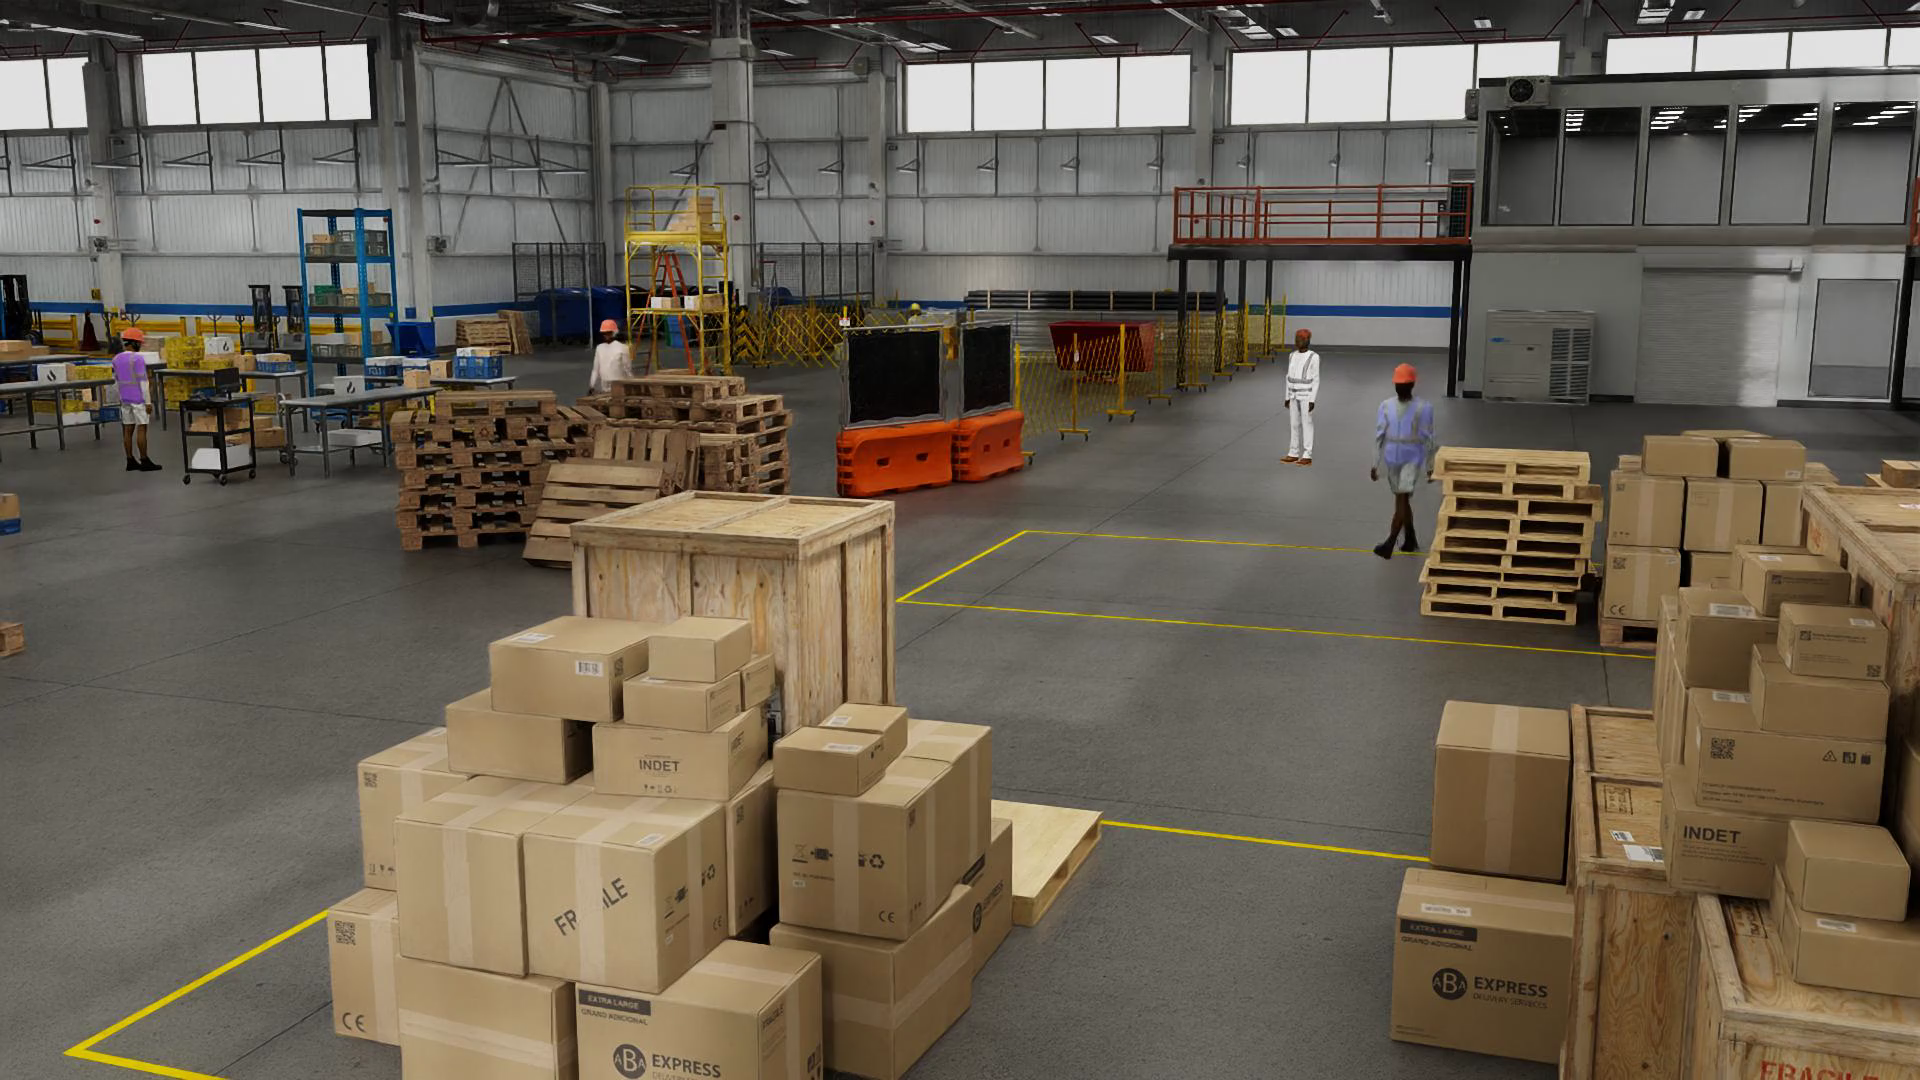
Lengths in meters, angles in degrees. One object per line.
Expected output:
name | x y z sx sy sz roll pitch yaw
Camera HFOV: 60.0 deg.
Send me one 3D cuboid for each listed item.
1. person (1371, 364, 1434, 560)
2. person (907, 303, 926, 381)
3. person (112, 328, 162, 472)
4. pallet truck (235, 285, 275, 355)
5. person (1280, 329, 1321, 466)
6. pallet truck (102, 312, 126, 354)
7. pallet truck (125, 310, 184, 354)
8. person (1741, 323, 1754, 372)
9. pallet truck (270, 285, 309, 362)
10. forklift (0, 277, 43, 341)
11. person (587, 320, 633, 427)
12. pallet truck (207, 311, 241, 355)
person | 4.285 -0.765 16.179 0.565 1.882 1.019 8 13 39
person | -0.982 -4.428 37.213 0.492 1.742 0.321 -9 14 -42
person | -11.075 -1.882 22.359 0.542 1.928 0.374 4 11 23
pallet truck | -18.327 -5.835 44.421 0.823 1.965 1.885 4 11 23
person | 4.692 -1.958 22.909 0.355 1.885 0.575 -6 12 -32
pallet truck | -23.057 -5.777 46.261 0.680 1.201 1.601 3 11 19
pallet truck | -22.038 -5.665 45.457 0.704 1.261 1.522 3 11 17
person | 18.297 -4.693 39.022 0.523 1.615 0.494 -6 12 -31
pallet truck | -17.147 -5.700 43.663 0.823 1.965 1.885 3 11 17
forklift | -27.151 -6.329 46.328 1.157 1.987 2.680 3 11 17
person | -5.107 -2.185 23.982 0.623 1.954 0.944 7 12 36
pallet truck | -19.537 -5.575 44.913 0.653 1.274 1.630 3 11 19
